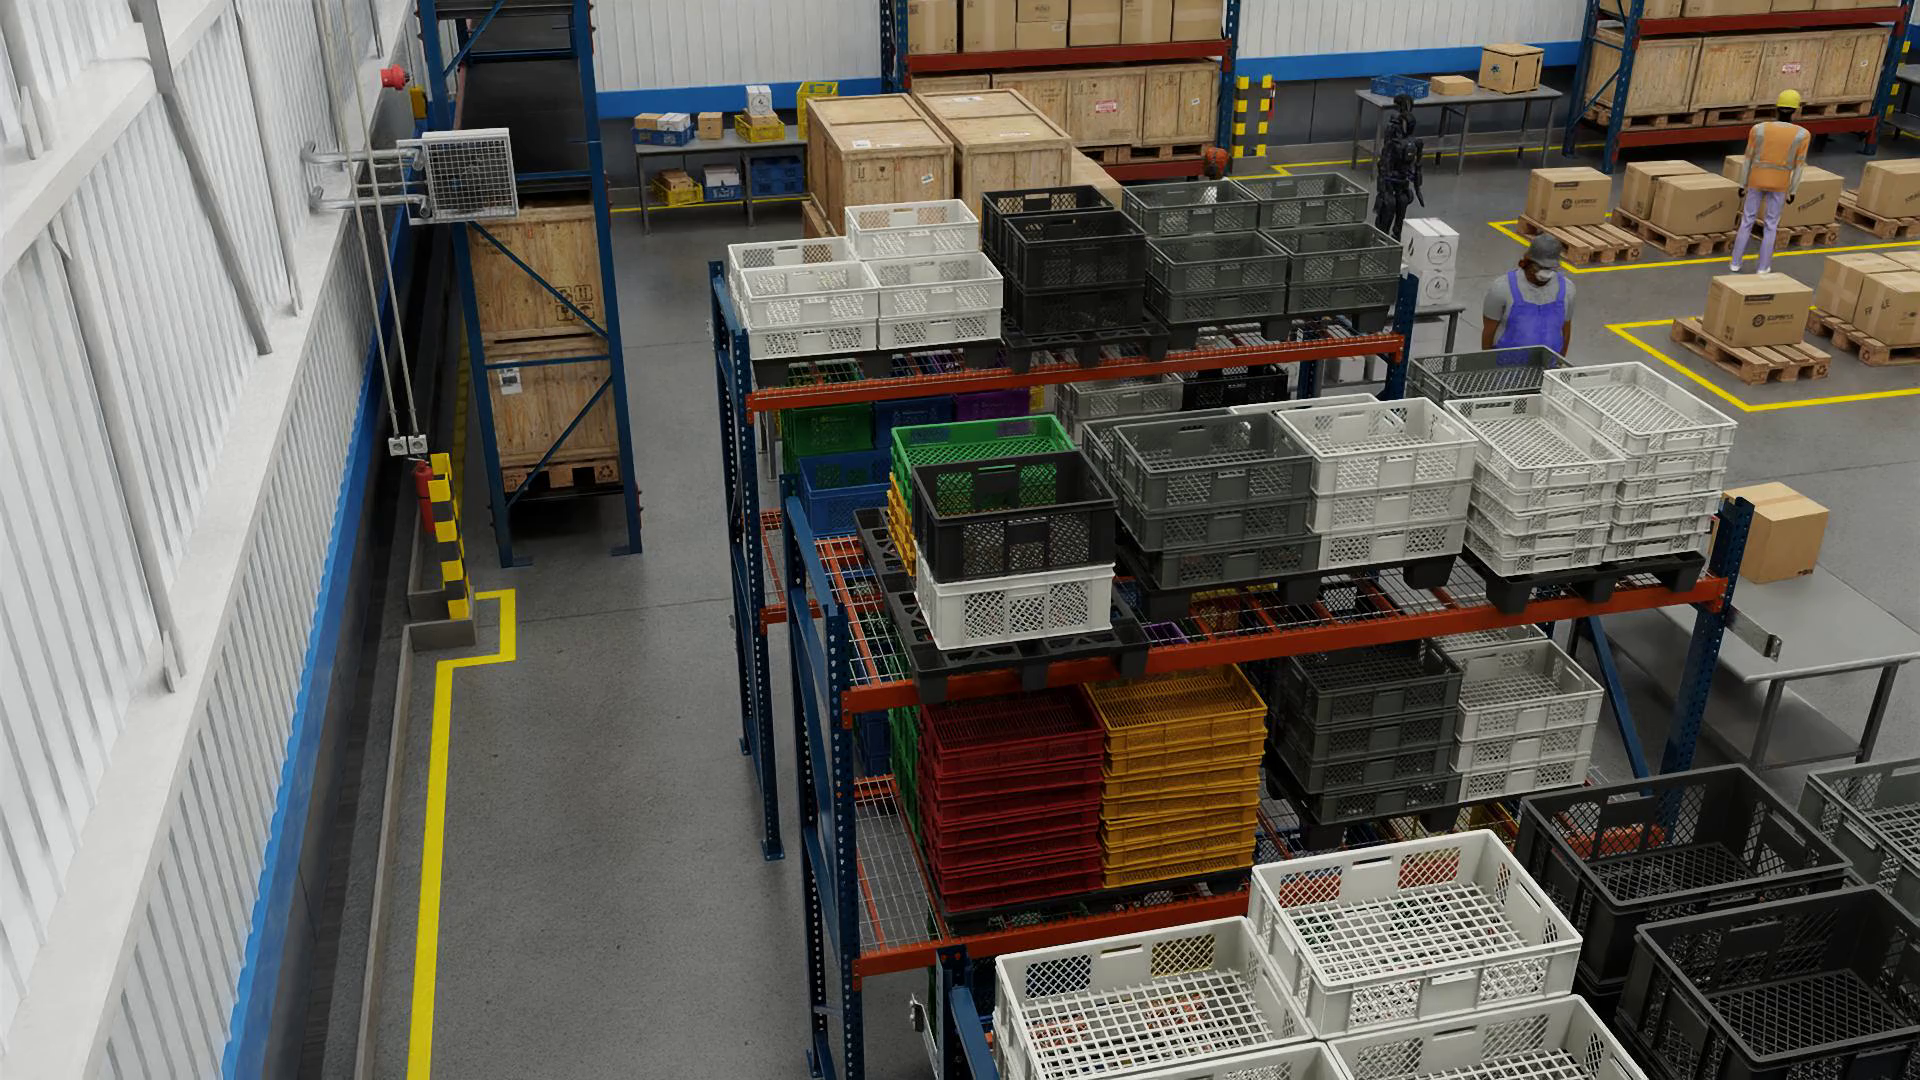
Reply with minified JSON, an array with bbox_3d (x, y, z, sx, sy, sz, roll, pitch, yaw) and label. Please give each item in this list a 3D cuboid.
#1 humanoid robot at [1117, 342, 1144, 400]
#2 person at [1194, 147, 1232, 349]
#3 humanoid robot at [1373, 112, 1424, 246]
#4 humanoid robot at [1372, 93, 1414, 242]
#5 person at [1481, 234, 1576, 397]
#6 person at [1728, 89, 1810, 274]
[{"bbox_3d":[1.323,-1.087,12.582,0.330,1.657,0.600,-5,28,-10],"label":"humanoid robot"},{"bbox_3d":[2.323,-2.710,15.459,0.356,1.882,0.574,9,29,17],"label":"person"},{"bbox_3d":[4.598,-3.650,17.445,0.601,1.658,0.324,-13,30,-23],"label":"humanoid robot"},{"bbox_3d":[4.759,-4.042,18.187,0.312,1.660,0.608,24,36,38],"label":"humanoid robot"},{"bbox_3d":[4.328,-1.371,12.750,0.679,2.000,0.536,0,28,0],"label":"person"},{"bbox_3d":[8.432,-3.719,17.341,0.581,1.918,0.402,14,31,25],"label":"person"}]
